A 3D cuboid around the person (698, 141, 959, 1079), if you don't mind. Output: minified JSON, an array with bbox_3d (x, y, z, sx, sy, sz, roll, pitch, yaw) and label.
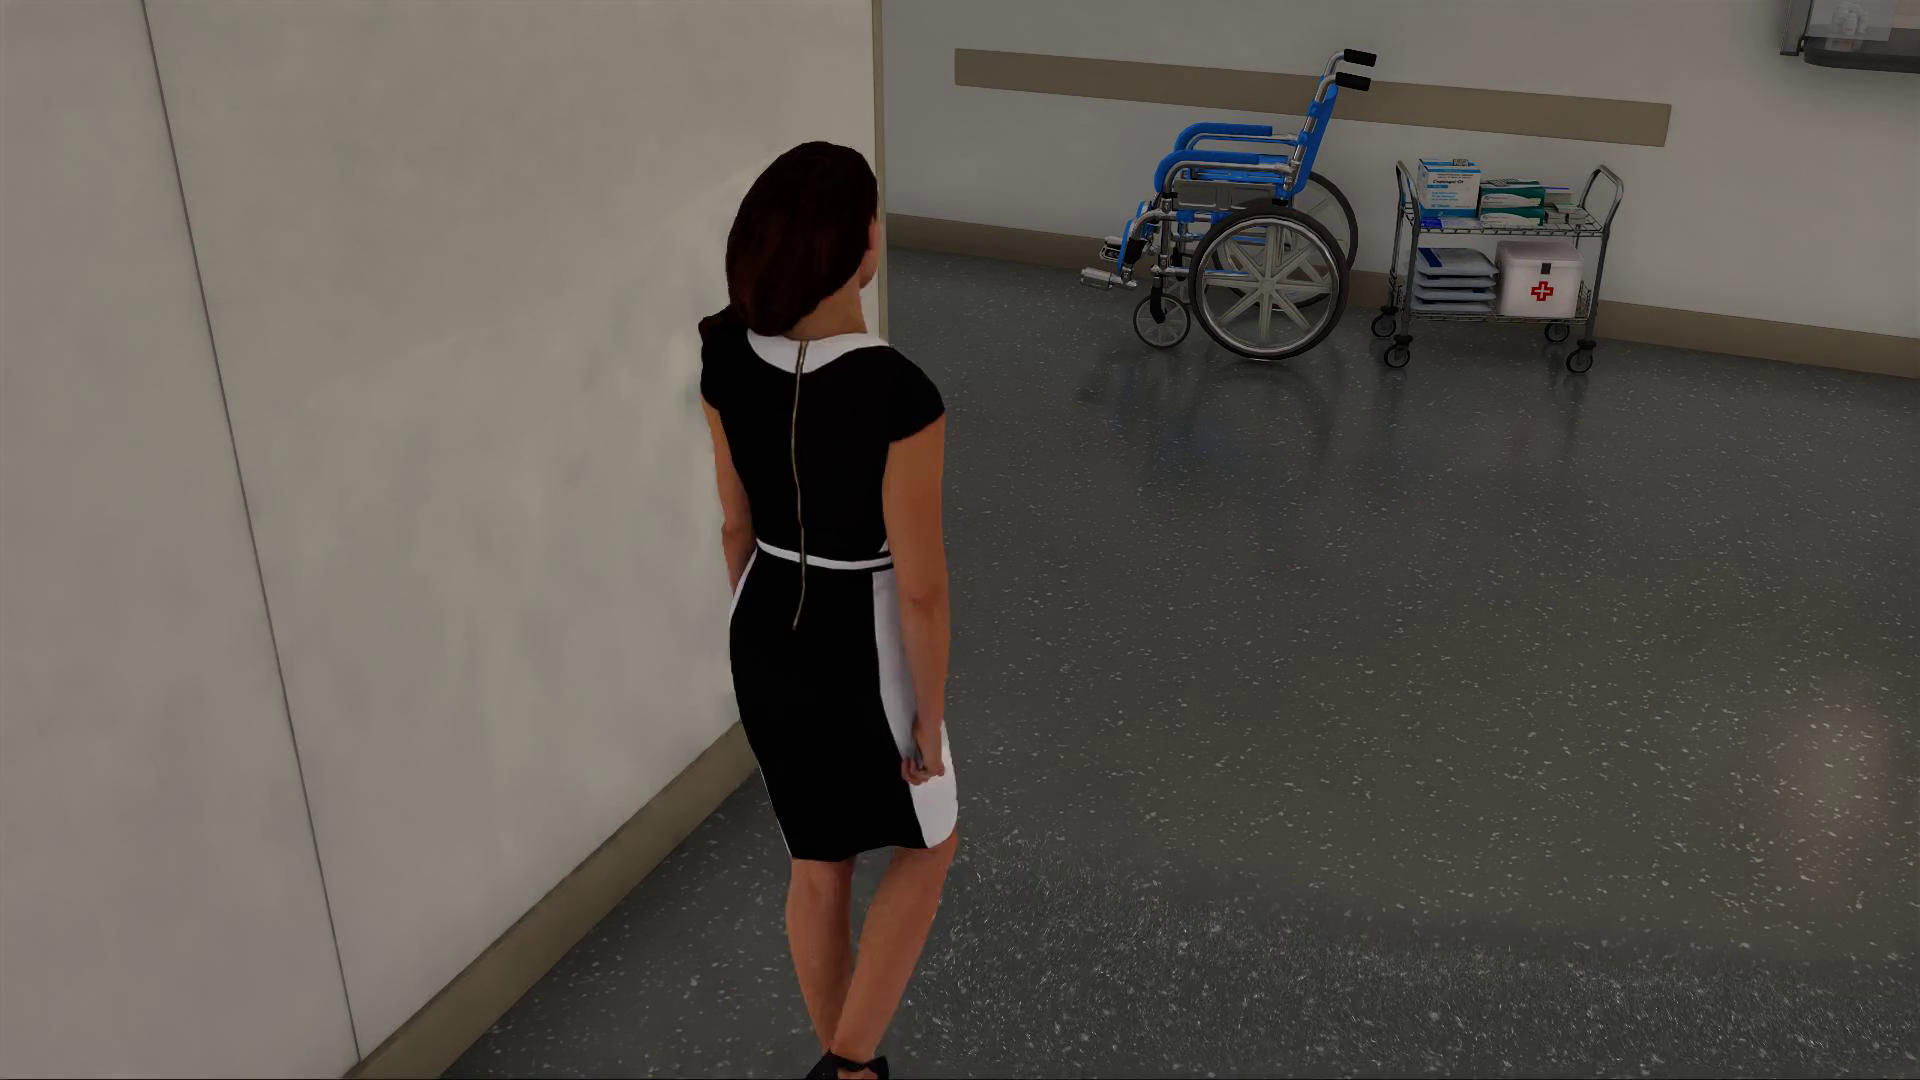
[{"bbox_3d":[-0.237,0.295,2.635,0.589,1.787,0.650,11,28,21],"label":"person"}]
